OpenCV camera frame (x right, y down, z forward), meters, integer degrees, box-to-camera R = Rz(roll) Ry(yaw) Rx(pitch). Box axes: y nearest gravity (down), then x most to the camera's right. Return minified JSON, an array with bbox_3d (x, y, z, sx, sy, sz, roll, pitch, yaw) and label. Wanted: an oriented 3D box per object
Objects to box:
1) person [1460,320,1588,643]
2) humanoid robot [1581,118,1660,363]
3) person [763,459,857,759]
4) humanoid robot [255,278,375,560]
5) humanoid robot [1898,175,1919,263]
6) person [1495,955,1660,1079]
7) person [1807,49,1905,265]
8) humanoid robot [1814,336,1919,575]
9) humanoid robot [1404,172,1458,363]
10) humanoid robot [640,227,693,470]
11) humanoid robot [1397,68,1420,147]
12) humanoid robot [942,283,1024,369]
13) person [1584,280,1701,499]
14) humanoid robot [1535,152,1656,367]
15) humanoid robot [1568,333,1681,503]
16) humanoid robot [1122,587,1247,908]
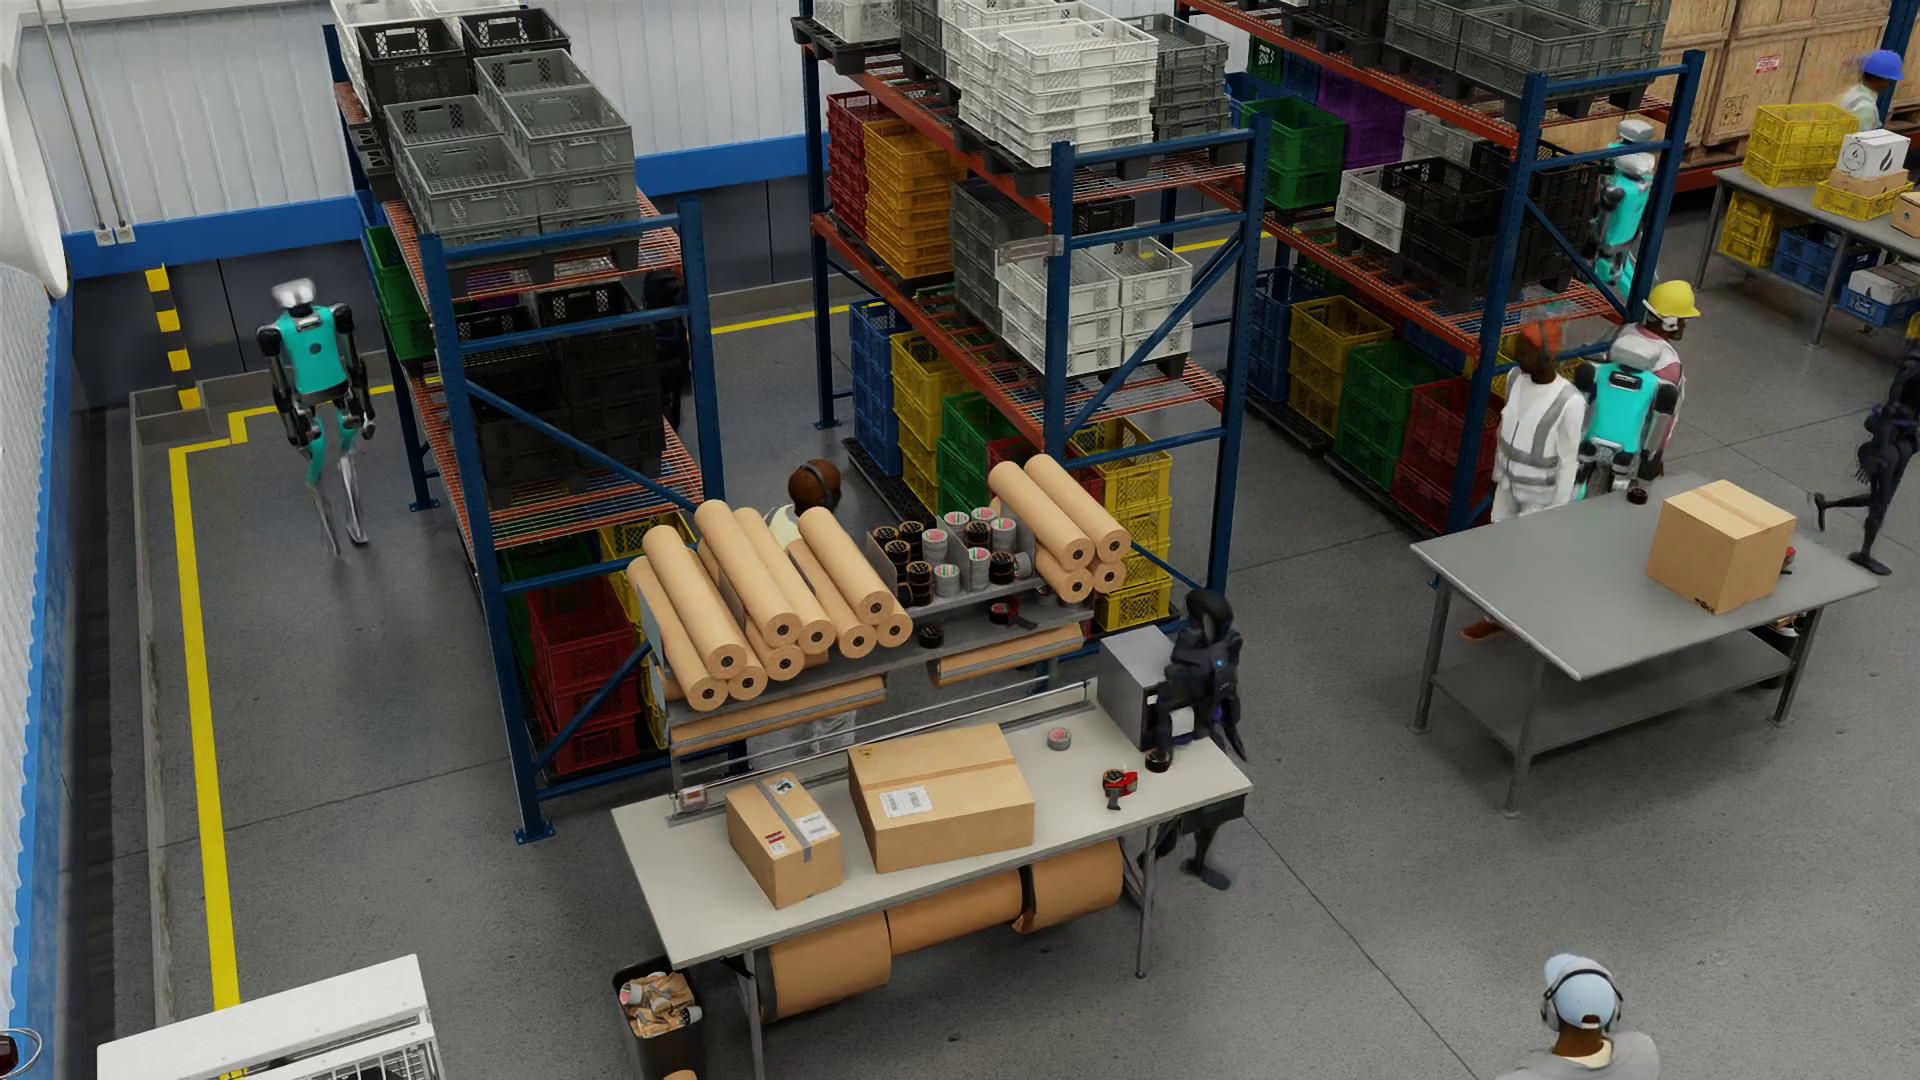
[{"bbox_3d":[3.103,-0.311,8.959,0.640,1.859,0.613,-12,34,-19],"label":"person"},{"bbox_3d":[4.831,-2.104,11.926,0.549,1.751,0.672,-26,40,-36],"label":"humanoid robot"},{"bbox_3d":[-0.622,0.450,7.737,0.429,1.846,0.627,-23,39,-33],"label":"person"},{"bbox_3d":[-3.775,-0.735,9.773,0.558,1.809,0.668,-22,38,-32],"label":"humanoid robot"},{"bbox_3d":[8.077,-2.949,13.446,0.609,1.623,0.528,22,38,31],"label":"humanoid robot"},{"bbox_3d":[1.797,2.008,5.202,0.590,1.848,0.401,-12,34,-18],"label":"person"},{"bbox_3d":[6.942,-2.946,13.187,0.692,1.919,0.626,11,33,17],"label":"person"},{"bbox_3d":[5.368,-0.633,9.664,0.610,1.634,0.627,-19,36,-28],"label":"humanoid robot"},{"bbox_3d":[3.440,-2.048,11.965,0.610,1.640,0.534,-18,36,-27],"label":"humanoid robot"},{"bbox_3d":[-1.906,-1.206,10.581,0.387,1.643,0.600,-20,37,-29],"label":"humanoid robot"},{"bbox_3d":[3.660,-3.254,13.900,0.315,1.655,0.599,1,32,1],"label":"humanoid robot"},{"bbox_3d":[0.215,-1.992,11.801,0.965,1.749,0.550,27,41,37],"label":"humanoid robot"},{"bbox_3d":[3.860,-0.620,9.489,0.404,1.827,0.599,-5,32,-8],"label":"person"},{"bbox_3d":[4.382,-1.935,11.758,0.543,1.821,0.747,-20,37,-30],"label":"humanoid robot"},{"bbox_3d":[3.347,-0.168,8.866,0.537,1.803,0.692,19,36,28],"label":"humanoid robot"},{"bbox_3d":[0.966,0.883,7.204,0.603,1.646,0.403,-28,41,-37],"label":"humanoid robot"}]
